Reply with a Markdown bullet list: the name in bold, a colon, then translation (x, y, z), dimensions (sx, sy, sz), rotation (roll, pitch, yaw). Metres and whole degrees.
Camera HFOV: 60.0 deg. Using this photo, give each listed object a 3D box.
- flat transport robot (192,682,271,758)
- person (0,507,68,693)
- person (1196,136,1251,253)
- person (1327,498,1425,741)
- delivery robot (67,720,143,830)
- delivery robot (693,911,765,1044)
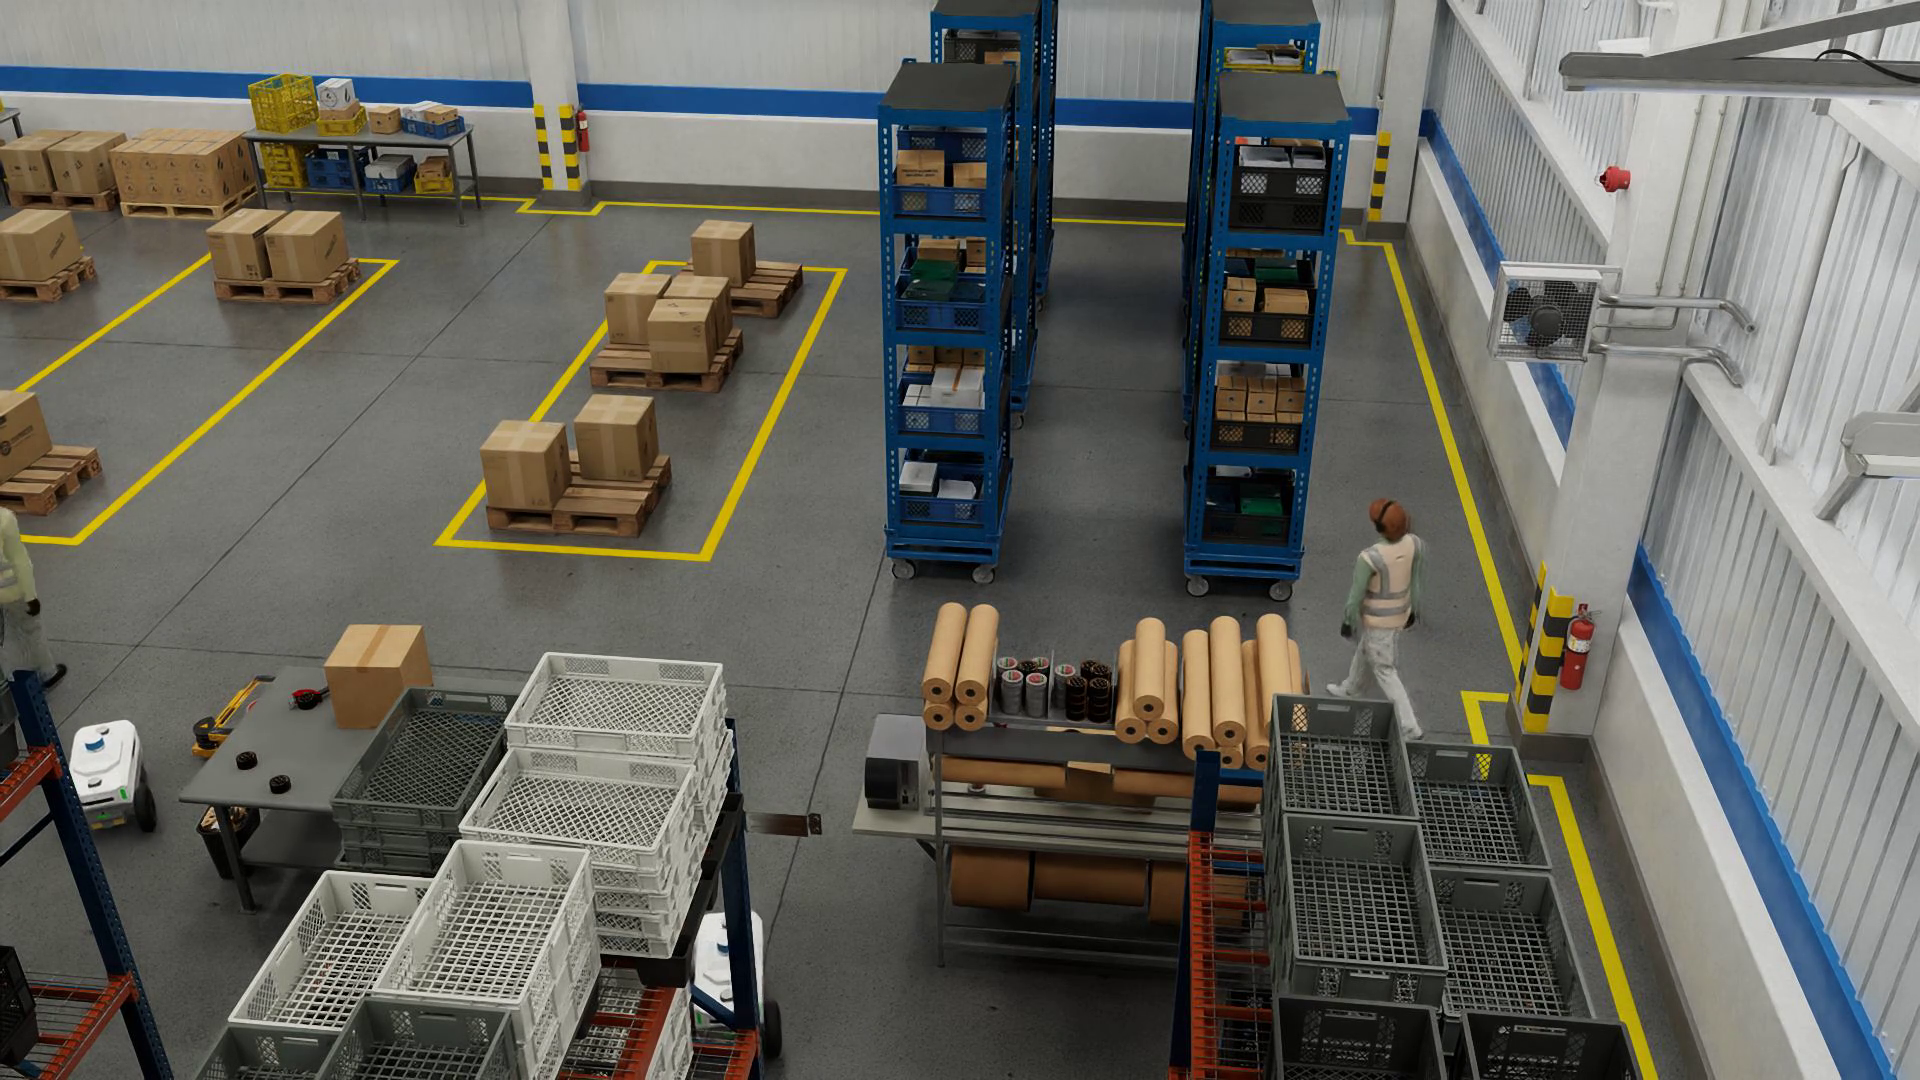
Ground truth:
- **flat transport robot**: translation (-4.089, 1.163, 10.648), dimensions (1.431, 0.197, 0.652), rotation (3, 30, 6)
- **person**: translation (-6.190, 0.324, 10.583), dimensions (0.597, 1.806, 0.774), rotation (0, 30, 0)
- **person**: translation (2.559, -2.897, 15.948), dimensions (0.635, 1.980, 0.458), rotation (16, 34, 25)
- **person**: translation (2.704, 0.508, 10.461), dimensions (0.524, 1.602, 0.827), rotation (-21, 36, -32)
- **delivery robot**: translation (-5.109, 1.370, 9.915), dimensions (0.477, 0.478, 0.707), rotation (-10, 31, -17)
- **delivery robot**: translation (-1.174, 2.209, 8.482), dimensions (0.477, 0.478, 0.707), rotation (-3, 30, -5)
